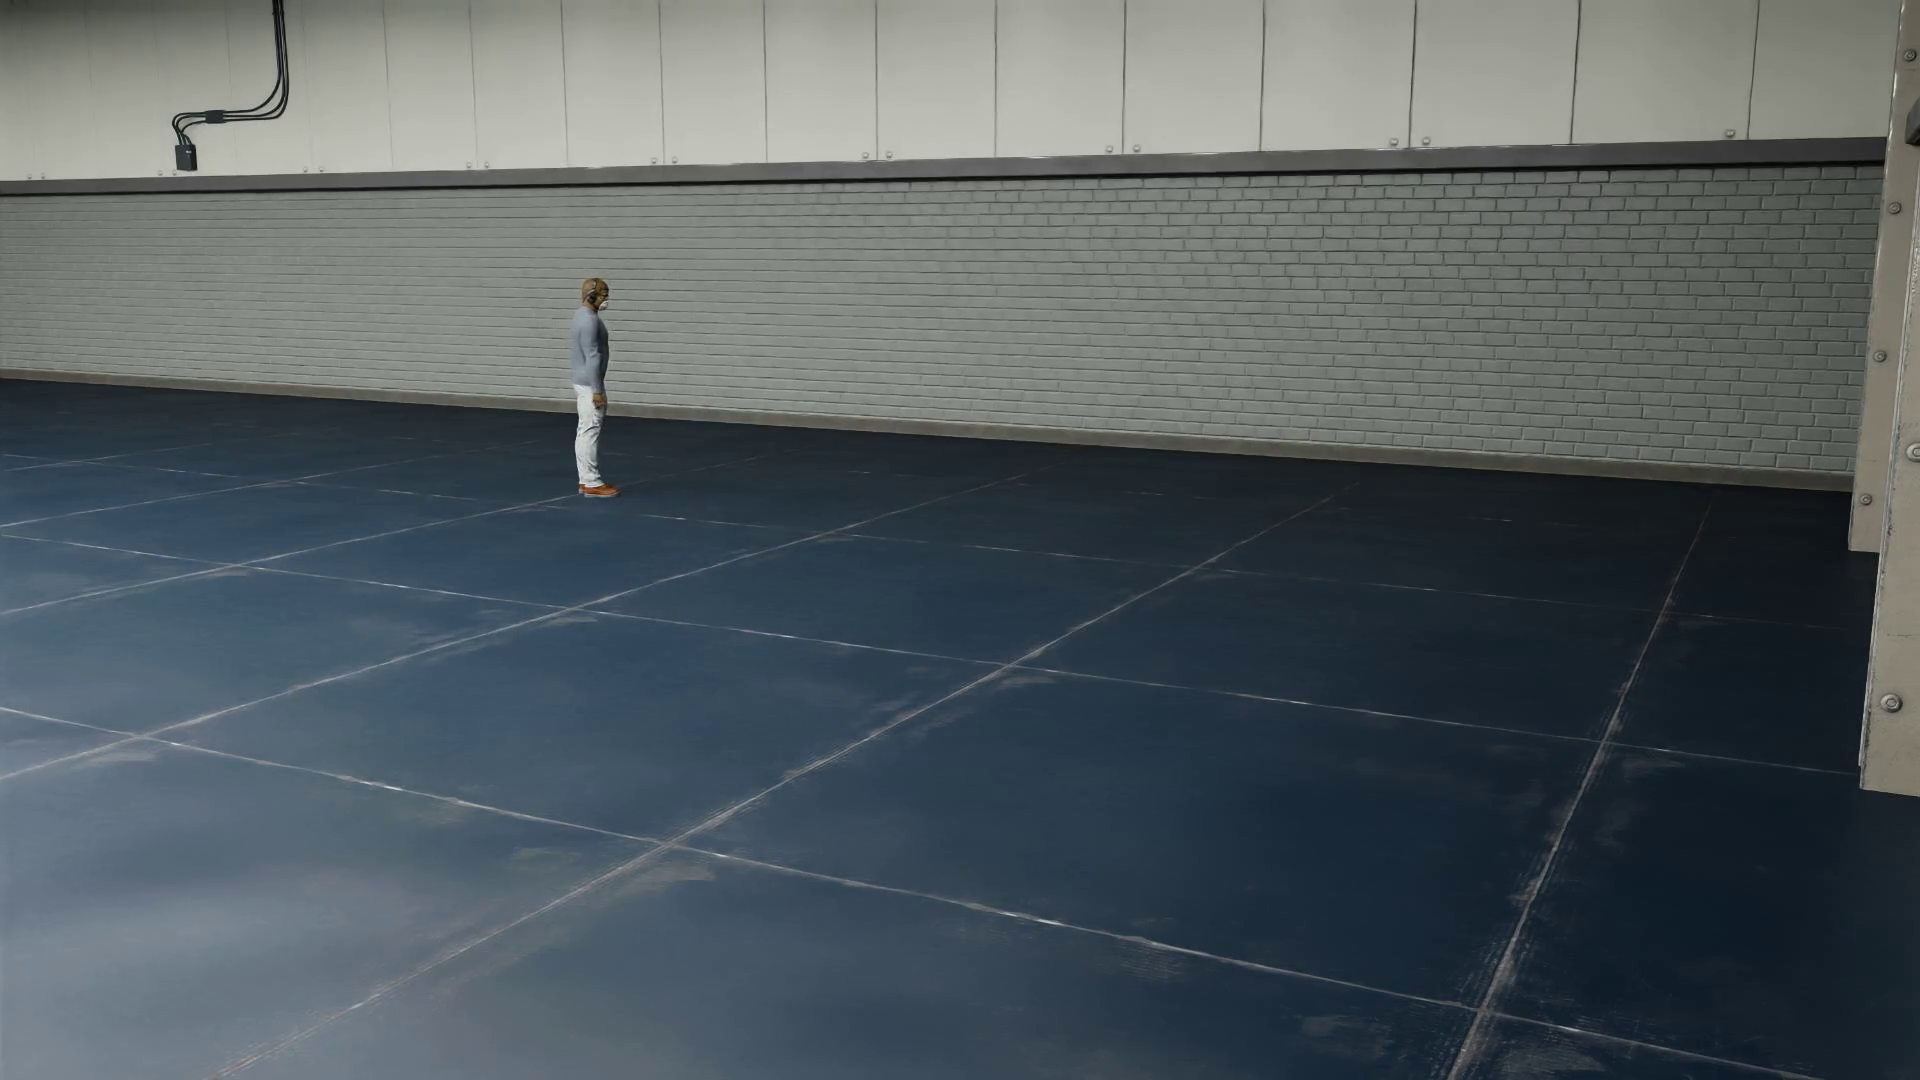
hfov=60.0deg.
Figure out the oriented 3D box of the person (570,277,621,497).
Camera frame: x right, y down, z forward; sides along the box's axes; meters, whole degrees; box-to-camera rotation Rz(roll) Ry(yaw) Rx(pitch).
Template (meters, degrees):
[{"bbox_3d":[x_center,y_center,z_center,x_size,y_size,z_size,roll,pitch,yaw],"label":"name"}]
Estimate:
[{"bbox_3d":[-3.242,-1.344,14.672,0.379,1.933,0.629,-3,11,-18],"label":"person"}]
